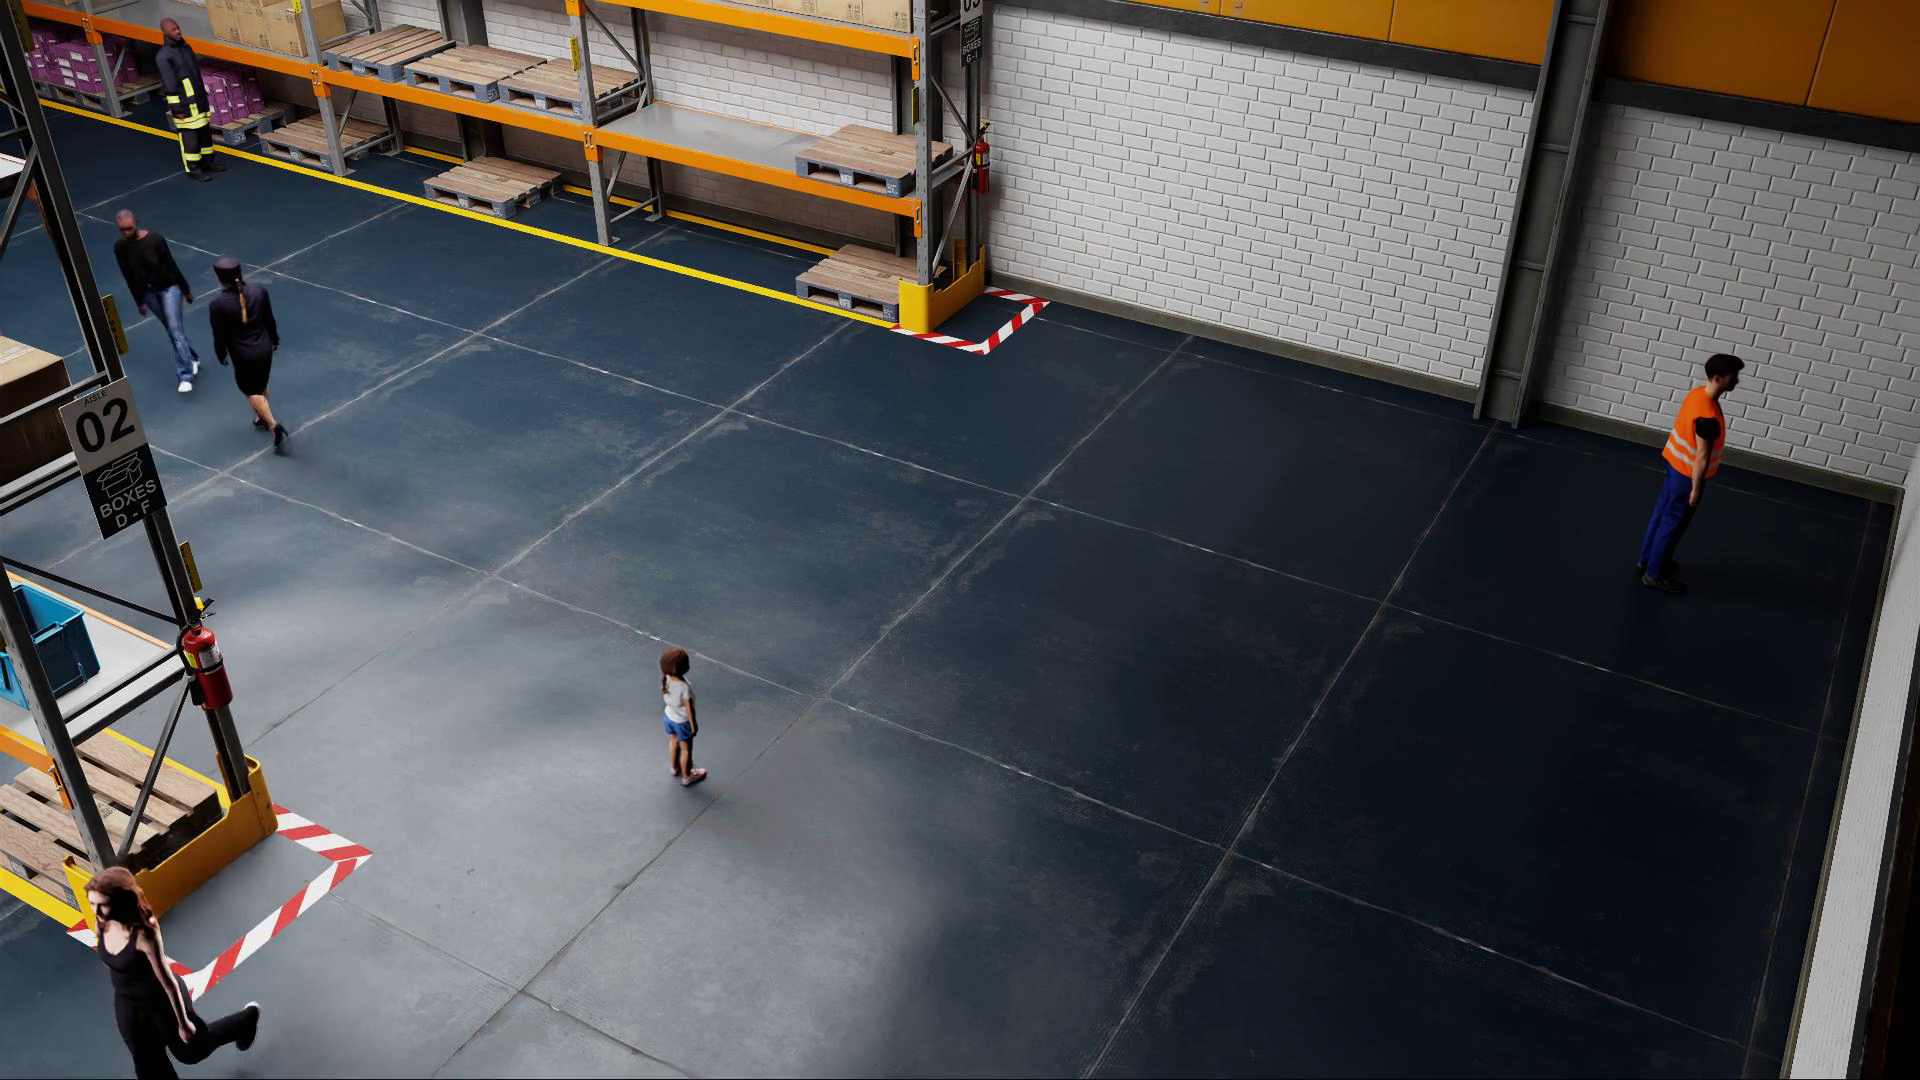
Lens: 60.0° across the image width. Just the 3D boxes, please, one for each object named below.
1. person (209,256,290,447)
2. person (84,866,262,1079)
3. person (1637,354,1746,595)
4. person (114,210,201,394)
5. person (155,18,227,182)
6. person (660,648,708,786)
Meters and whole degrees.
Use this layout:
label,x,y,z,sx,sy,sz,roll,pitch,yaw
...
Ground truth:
label,x,y,z,sx,sy,sz,roll,pitch,yaw
person,-5.907,-1.542,13.883,1.000,1.653,0.792,24,40,31
person,-3.888,2.204,8.188,1.050,1.719,0.797,9,35,14
person,5.302,-0.504,12.117,0.742,1.881,0.760,6,34,9
person,-7.127,-2.225,14.873,1.050,1.695,1.059,-7,34,-10
person,-8.851,-5.060,19.024,0.781,1.821,0.823,7,34,10
person,-1.773,1.099,10.483,0.516,1.019,0.411,-27,42,-35
